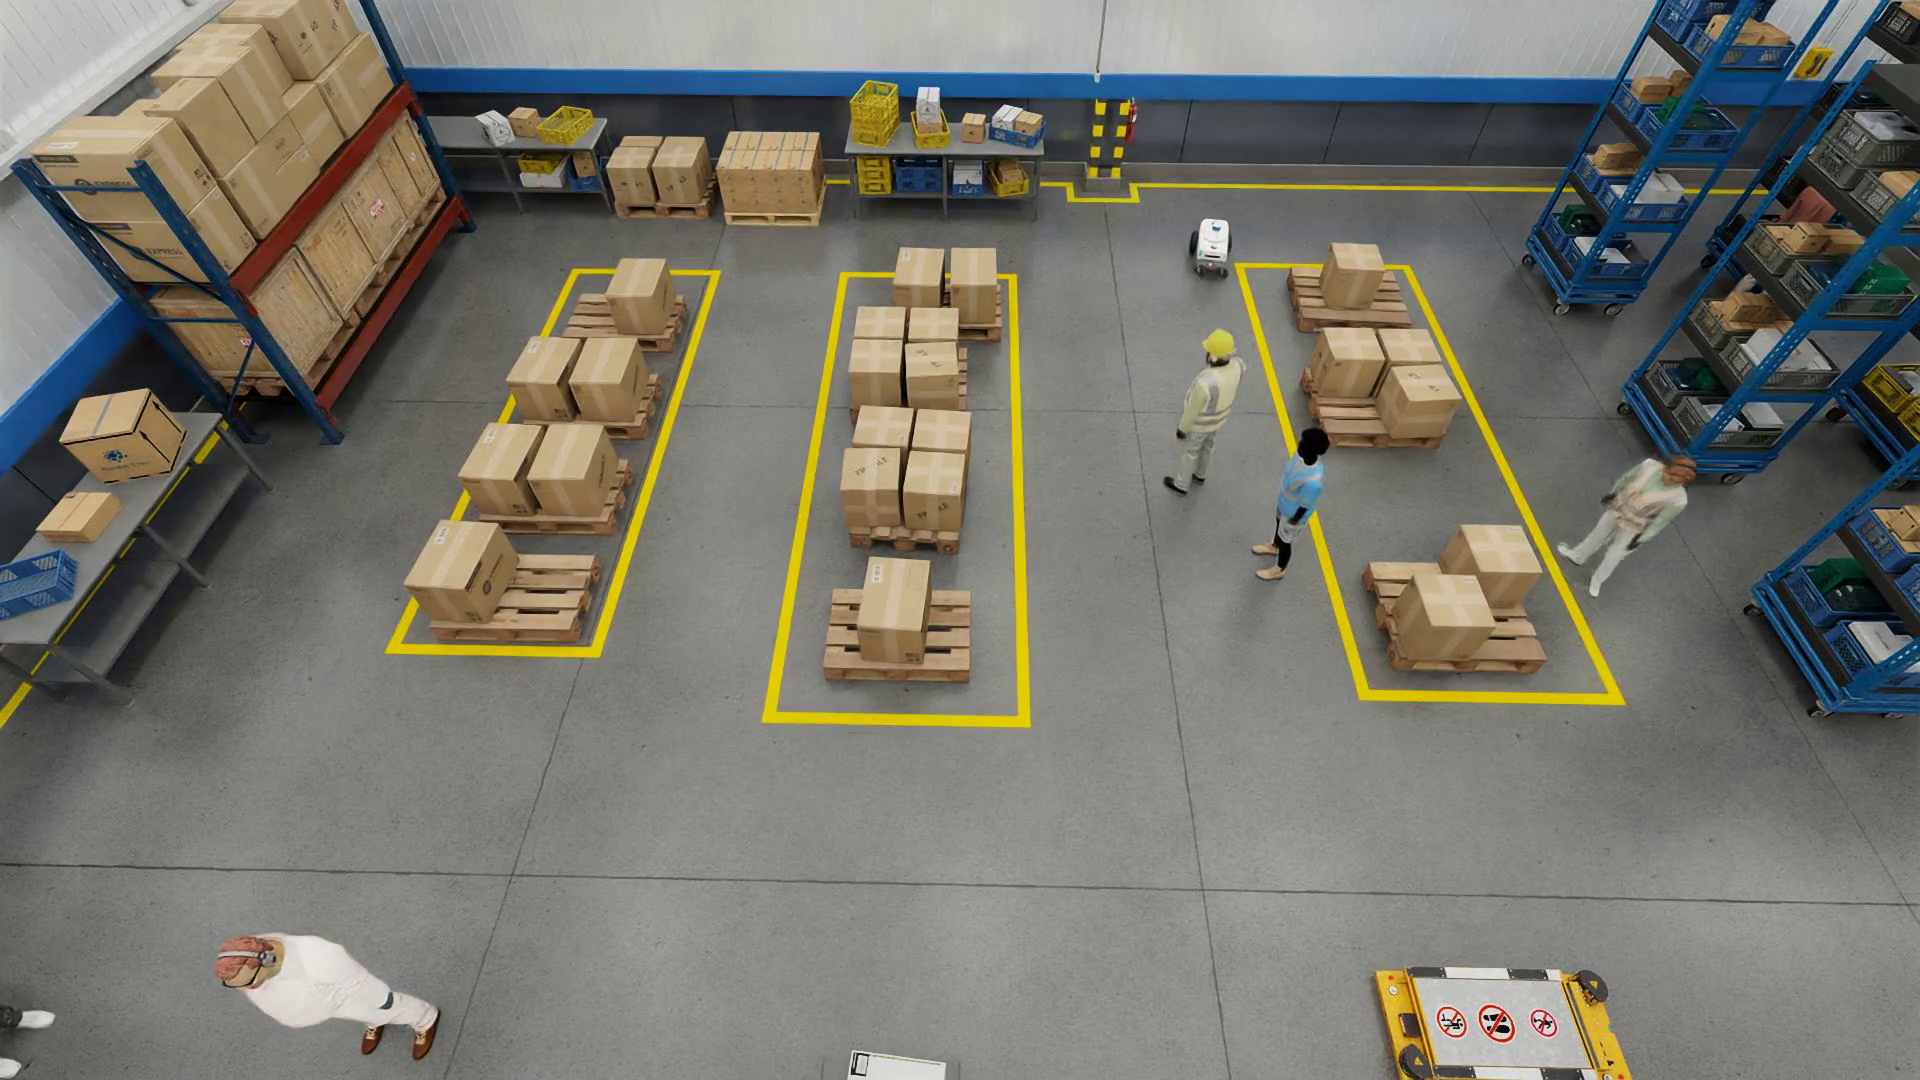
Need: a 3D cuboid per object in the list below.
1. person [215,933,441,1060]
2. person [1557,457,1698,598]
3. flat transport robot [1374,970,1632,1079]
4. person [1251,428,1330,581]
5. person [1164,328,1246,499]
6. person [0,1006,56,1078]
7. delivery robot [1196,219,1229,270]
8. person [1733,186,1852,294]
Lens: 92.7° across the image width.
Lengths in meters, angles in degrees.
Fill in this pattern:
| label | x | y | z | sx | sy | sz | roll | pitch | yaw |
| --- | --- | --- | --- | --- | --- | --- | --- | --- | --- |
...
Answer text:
| label | x | y | z | sx | sy | sz | roll | pitch | yaw |
| --- | --- | --- | --- | --- | --- | --- | --- | --- | --- |
| person | -3.628 | 2.634 | 5.282 | 0.649 | 1.900 | 0.400 | 4 | 51 | 4 |
| person | 5.634 | -0.209 | 7.778 | 0.330 | 1.610 | 0.637 | -9 | 51 | -7 |
| flat transport robot | 3.501 | 3.133 | 5.914 | 1.431 | 0.197 | 0.652 | 1 | 51 | 1 |
| person | 2.837 | -0.302 | 7.806 | 0.319 | 1.692 | 0.540 | 4 | 51 | 3 |
| person | 2.247 | -1.151 | 8.418 | 0.610 | 1.817 | 0.423 | -32 | 57 | -23 |
| person | -6.173 | 2.711 | 5.213 | 0.410 | 1.906 | 0.600 | 2 | 51 | 2 |
| delivery robot | 3.090 | -3.634 | 11.190 | 0.477 | 0.478 | 0.707 | 9 | 52 | 8 |
| person | 9.070 | -3.157 | 9.949 | 0.412 | 1.982 | 0.620 | -18 | 53 | -14 |
